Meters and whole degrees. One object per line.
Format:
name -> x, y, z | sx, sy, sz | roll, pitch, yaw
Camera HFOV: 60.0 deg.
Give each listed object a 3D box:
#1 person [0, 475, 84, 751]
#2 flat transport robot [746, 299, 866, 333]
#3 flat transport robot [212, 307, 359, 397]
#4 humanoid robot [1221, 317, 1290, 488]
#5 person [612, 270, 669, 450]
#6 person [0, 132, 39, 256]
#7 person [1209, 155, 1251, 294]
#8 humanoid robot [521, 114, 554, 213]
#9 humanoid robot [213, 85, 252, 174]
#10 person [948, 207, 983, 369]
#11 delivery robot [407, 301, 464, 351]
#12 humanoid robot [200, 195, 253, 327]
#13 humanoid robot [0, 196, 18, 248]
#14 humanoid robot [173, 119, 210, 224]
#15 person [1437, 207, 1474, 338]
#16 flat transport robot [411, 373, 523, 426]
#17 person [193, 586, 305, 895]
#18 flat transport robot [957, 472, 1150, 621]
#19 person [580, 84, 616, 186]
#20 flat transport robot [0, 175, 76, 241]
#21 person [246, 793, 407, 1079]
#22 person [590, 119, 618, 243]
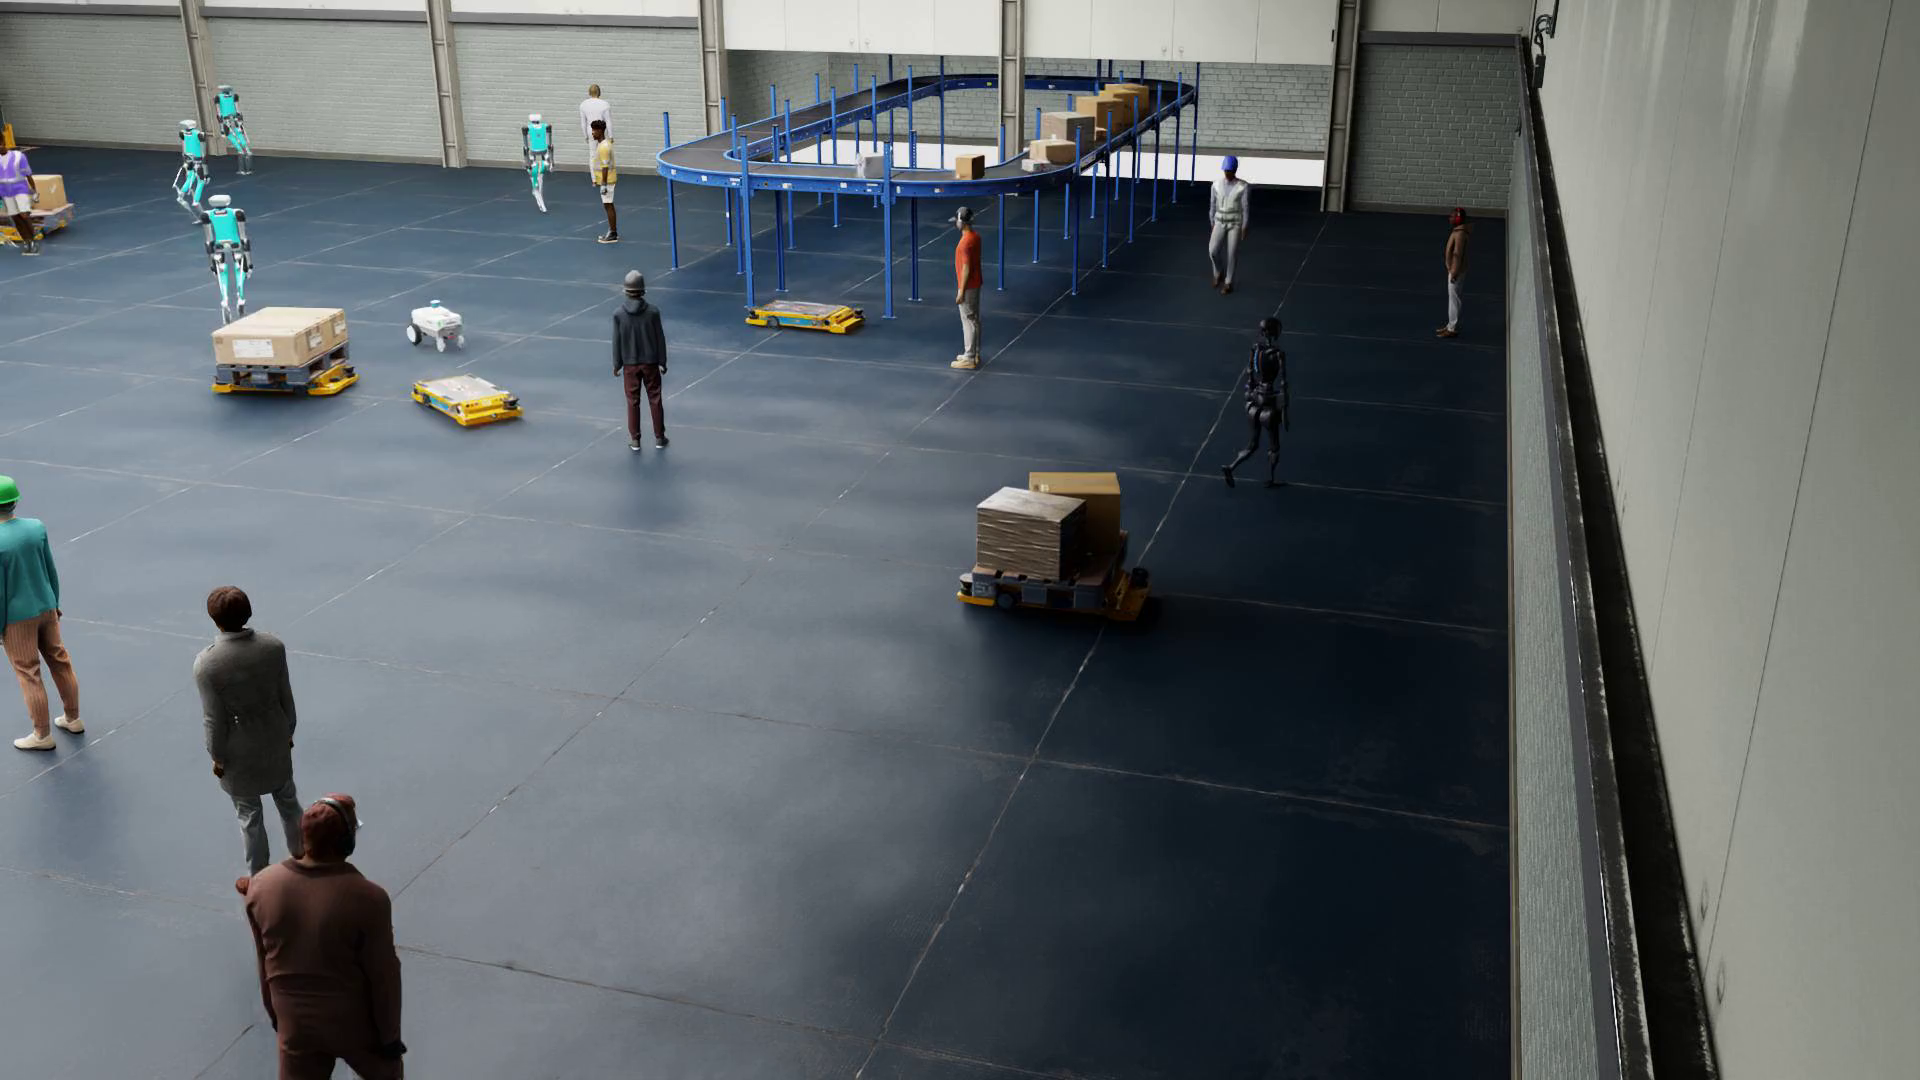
person -> -6.038, 0.464, 10.744 | 0.351, 1.875, 0.508 | 8, 22, 20
flat transport robot -> -2.018, -2.923, 21.760 | 1.431, 0.231, 0.659 | 8, 23, 20
flat transport robot -> -7.681, -1.843, 18.957 | 1.431, 0.231, 0.659 | 2, 21, 5
humanoid robot -> 2.799, -1.267, 15.528 | 0.627, 1.631, 0.609 | -11, 24, -26
person -> -3.210, -1.798, 16.692 | 0.539, 1.814, 0.365 | -4, 21, -9
person -> -14.676, -5.353, 25.740 | 0.616, 1.937, 0.617 | -3, 21, -9
person -> 3.765, -4.415, 23.326 | 0.605, 1.932, 0.454 | 10, 23, 25
humanoid robot -> -7.546, -6.714, 29.627 | 0.530, 1.775, 1.014 | -11, 23, -25
humanoid robot -> -14.532, -8.197, 33.449 | 0.666, 1.833, 0.536 | 14, 25, 32
person -> 0.057, -2.973, 19.617 | 0.413, 1.907, 0.475 | 6, 22, 16
delivery robot -> -6.526, -2.685, 20.748 | 0.798, 0.598, 0.499 | 20, 28, 41
humanoid robot -> -9.250, -3.356, 20.996 | 0.549, 1.892, 0.777 | -3, 21, -9
humanoid robot -> -15.397, -5.456, 26.299 | 0.697, 1.802, 0.545 | -19, 28, -40
humanoid robot -> -13.035, -6.130, 28.119 | 0.541, 1.867, 0.664 | 9, 23, 22
person -> 6.278, -3.386, 21.042 | 0.318, 1.648, 0.468 | 4, 22, 11
flat transport robot -> -5.406, -1.542, 18.177 | 0.659, 0.231, 1.431 | -17, 27, -36
person -> -3.885, 1.109, 9.133 | 0.366, 1.832, 0.503 | 17, 27, 38
flat transport robot -> 0.747, 0.374, 13.207 | 1.431, 0.231, 0.659 | 6, 22, 15
person -> -6.981, -7.807, 32.108 | 0.630, 1.940, 0.372 | 4, 21, 10
flat transport robot -> -15.435, -5.171, 27.589 | 0.659, 0.231, 1.431 | -3, 21, -8
person -> -2.589, 1.953, 6.919 | 0.645, 1.861, 0.705 | 3, 21, 7
person -> -5.734, -5.806, 26.891 | 0.373, 1.959, 0.602 | -3, 21, -9
